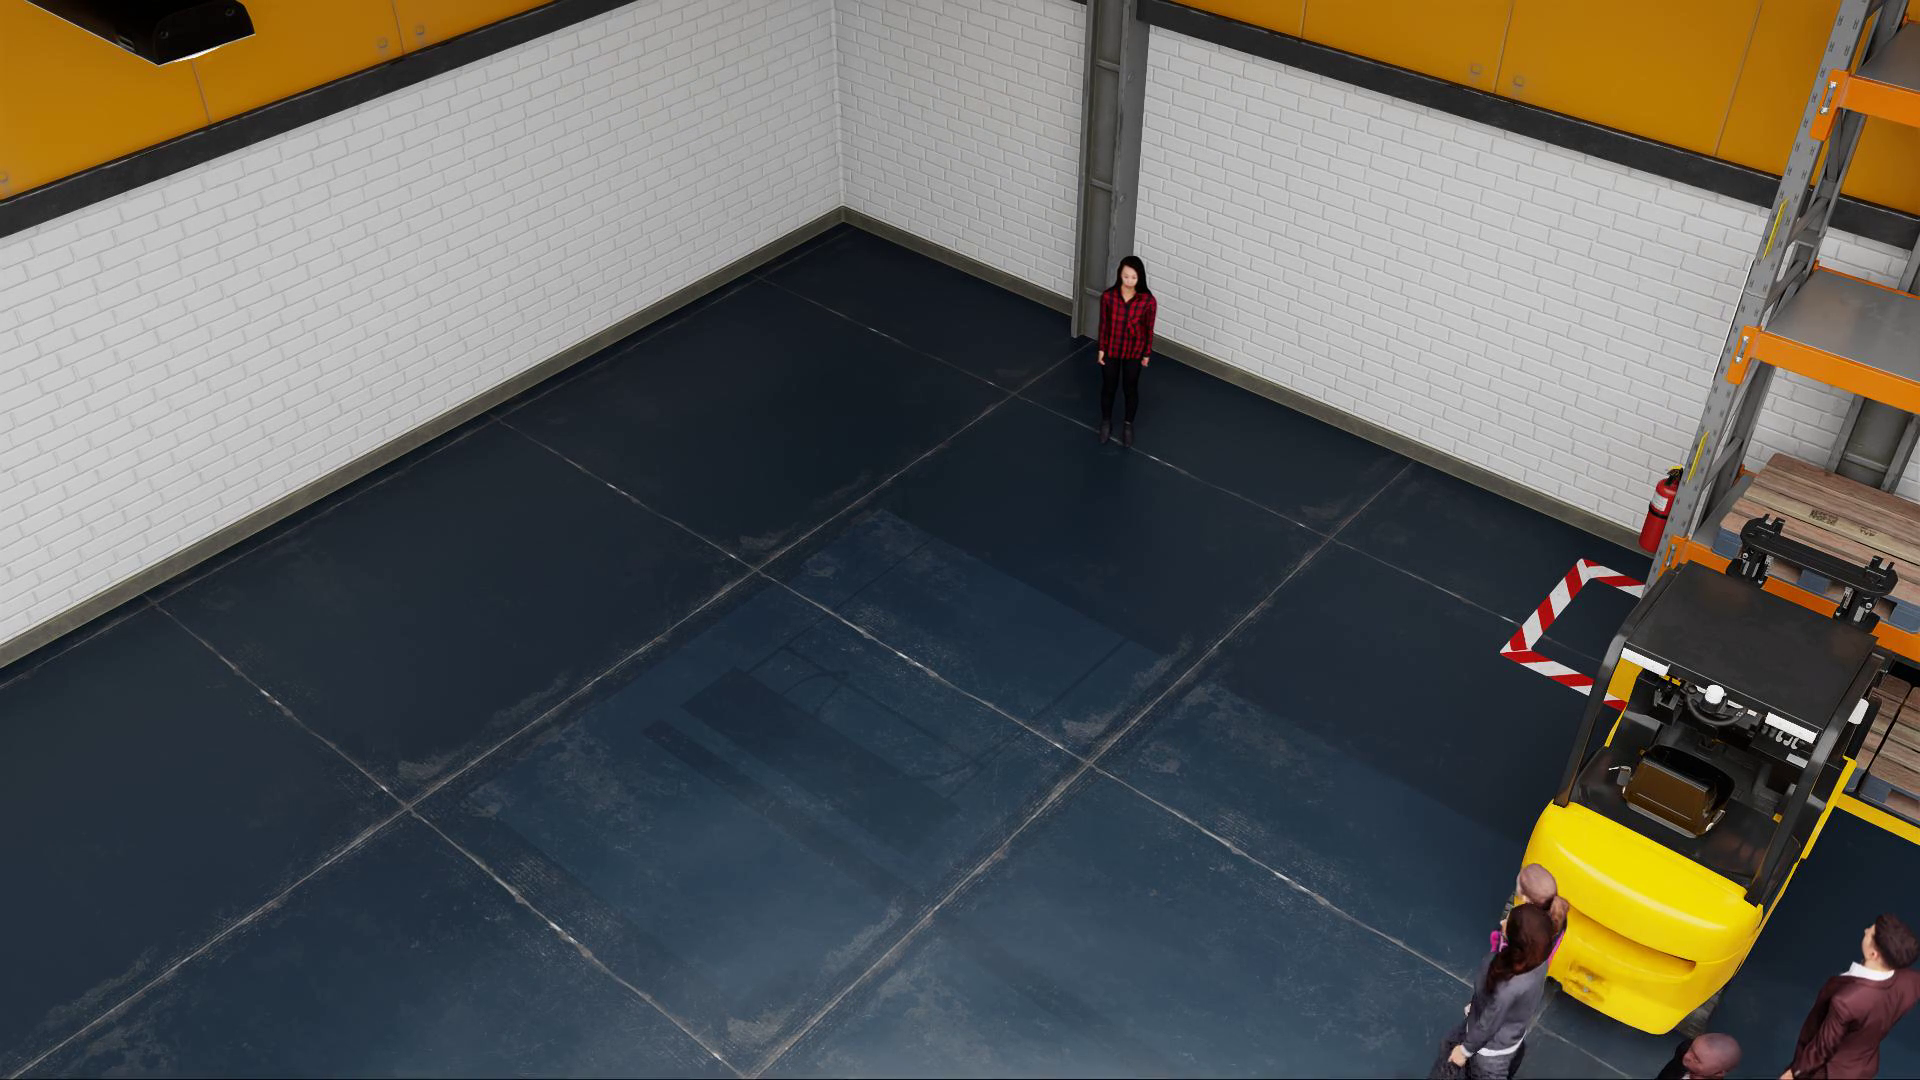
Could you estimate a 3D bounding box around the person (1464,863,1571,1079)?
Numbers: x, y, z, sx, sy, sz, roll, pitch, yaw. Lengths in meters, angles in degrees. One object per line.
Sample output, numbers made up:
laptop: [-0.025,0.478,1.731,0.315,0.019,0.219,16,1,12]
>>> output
person: [2.686,2.210,8.153,0.650,1.749,0.677,-16,41,-19]

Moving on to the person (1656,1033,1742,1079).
person: [3.192,2.763,7.451,0.772,1.761,0.728,-1,39,-1]

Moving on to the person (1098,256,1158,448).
person: [1.260,-1.476,12.847,0.601,1.652,0.716,7,39,9]

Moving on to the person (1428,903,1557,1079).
person: [2.634,2.396,7.934,1.138,1.733,0.755,19,42,22]

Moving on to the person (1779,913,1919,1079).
person: [4.102,2.424,7.793,0.774,1.865,0.773,-14,41,-17]
